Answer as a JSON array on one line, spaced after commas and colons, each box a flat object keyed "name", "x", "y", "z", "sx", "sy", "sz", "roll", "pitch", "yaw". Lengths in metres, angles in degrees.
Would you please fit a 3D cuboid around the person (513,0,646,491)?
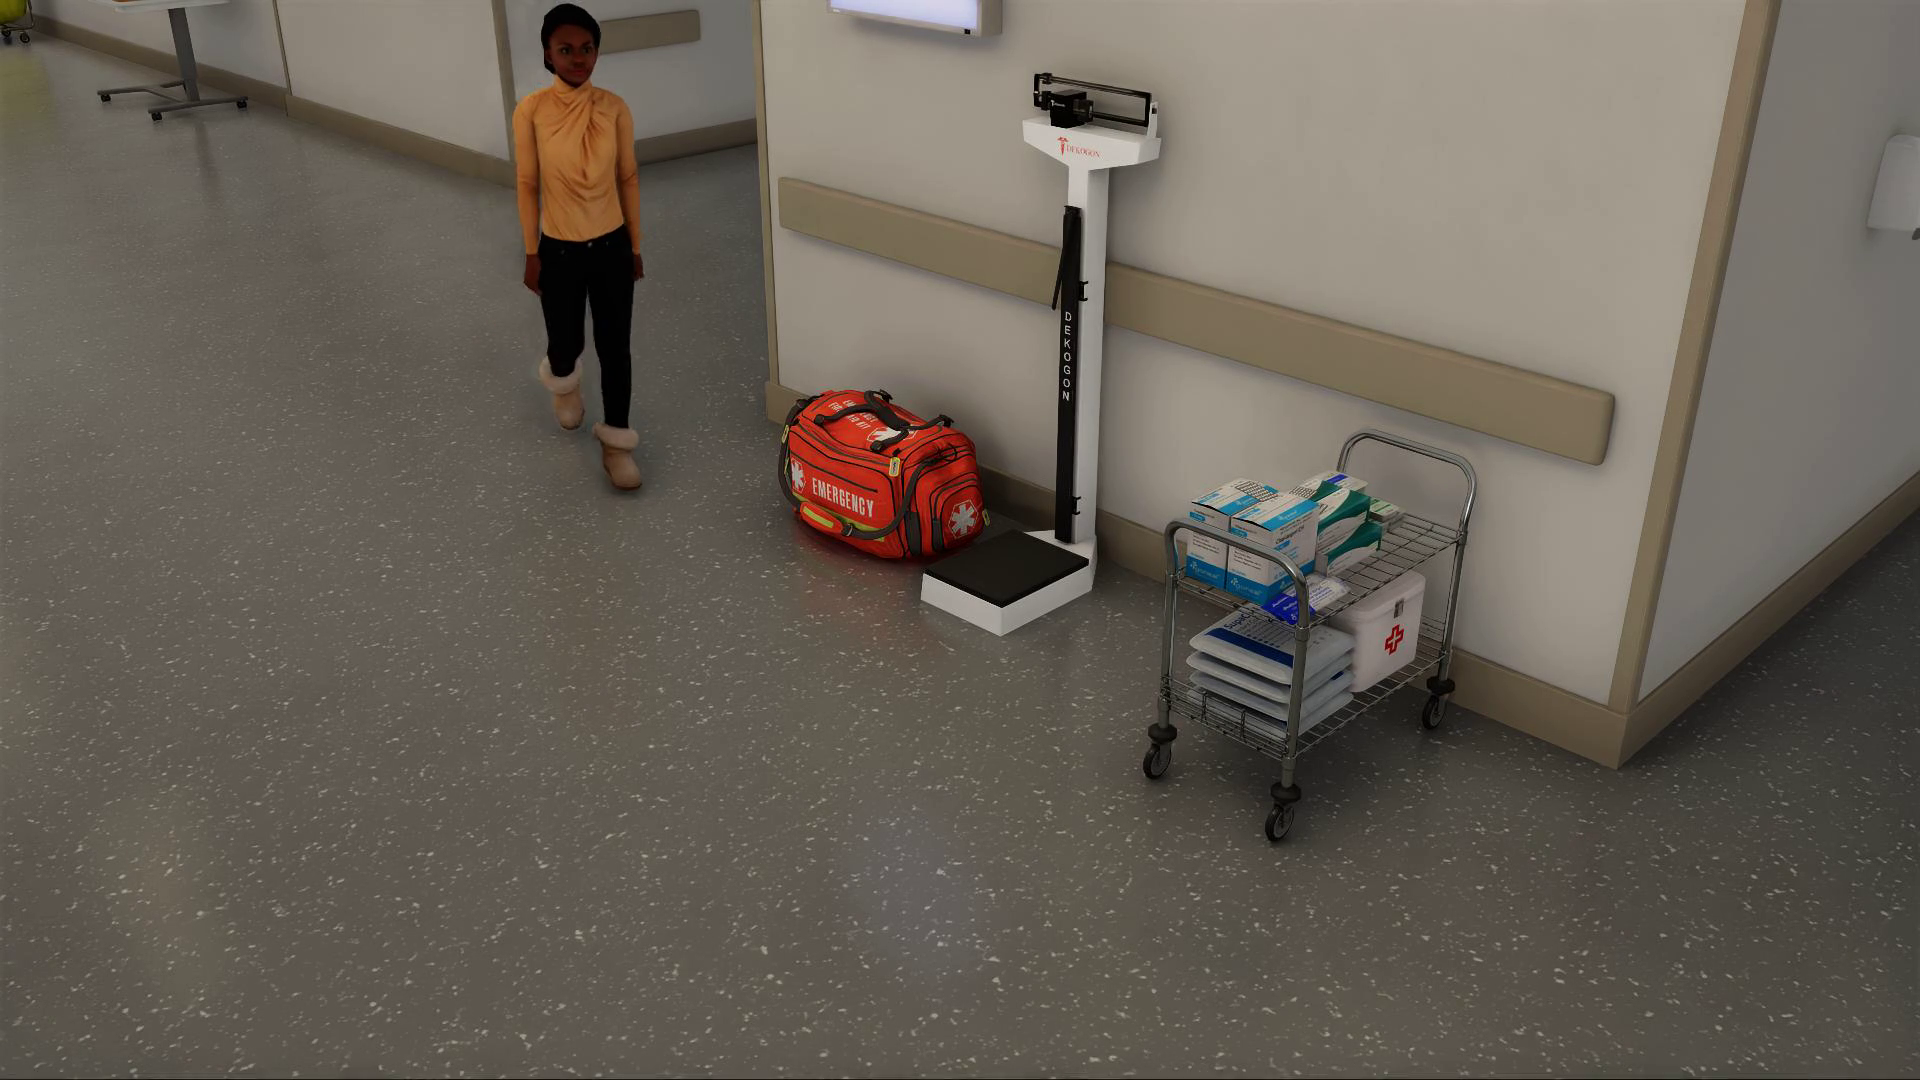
[{"name": "person", "x": -1.349, "y": -1.032, "z": 5.864, "sx": 0.817, "sy": 1.644, "sz": 1.020, "roll": -11, "pitch": 28, "yaw": -21}]
